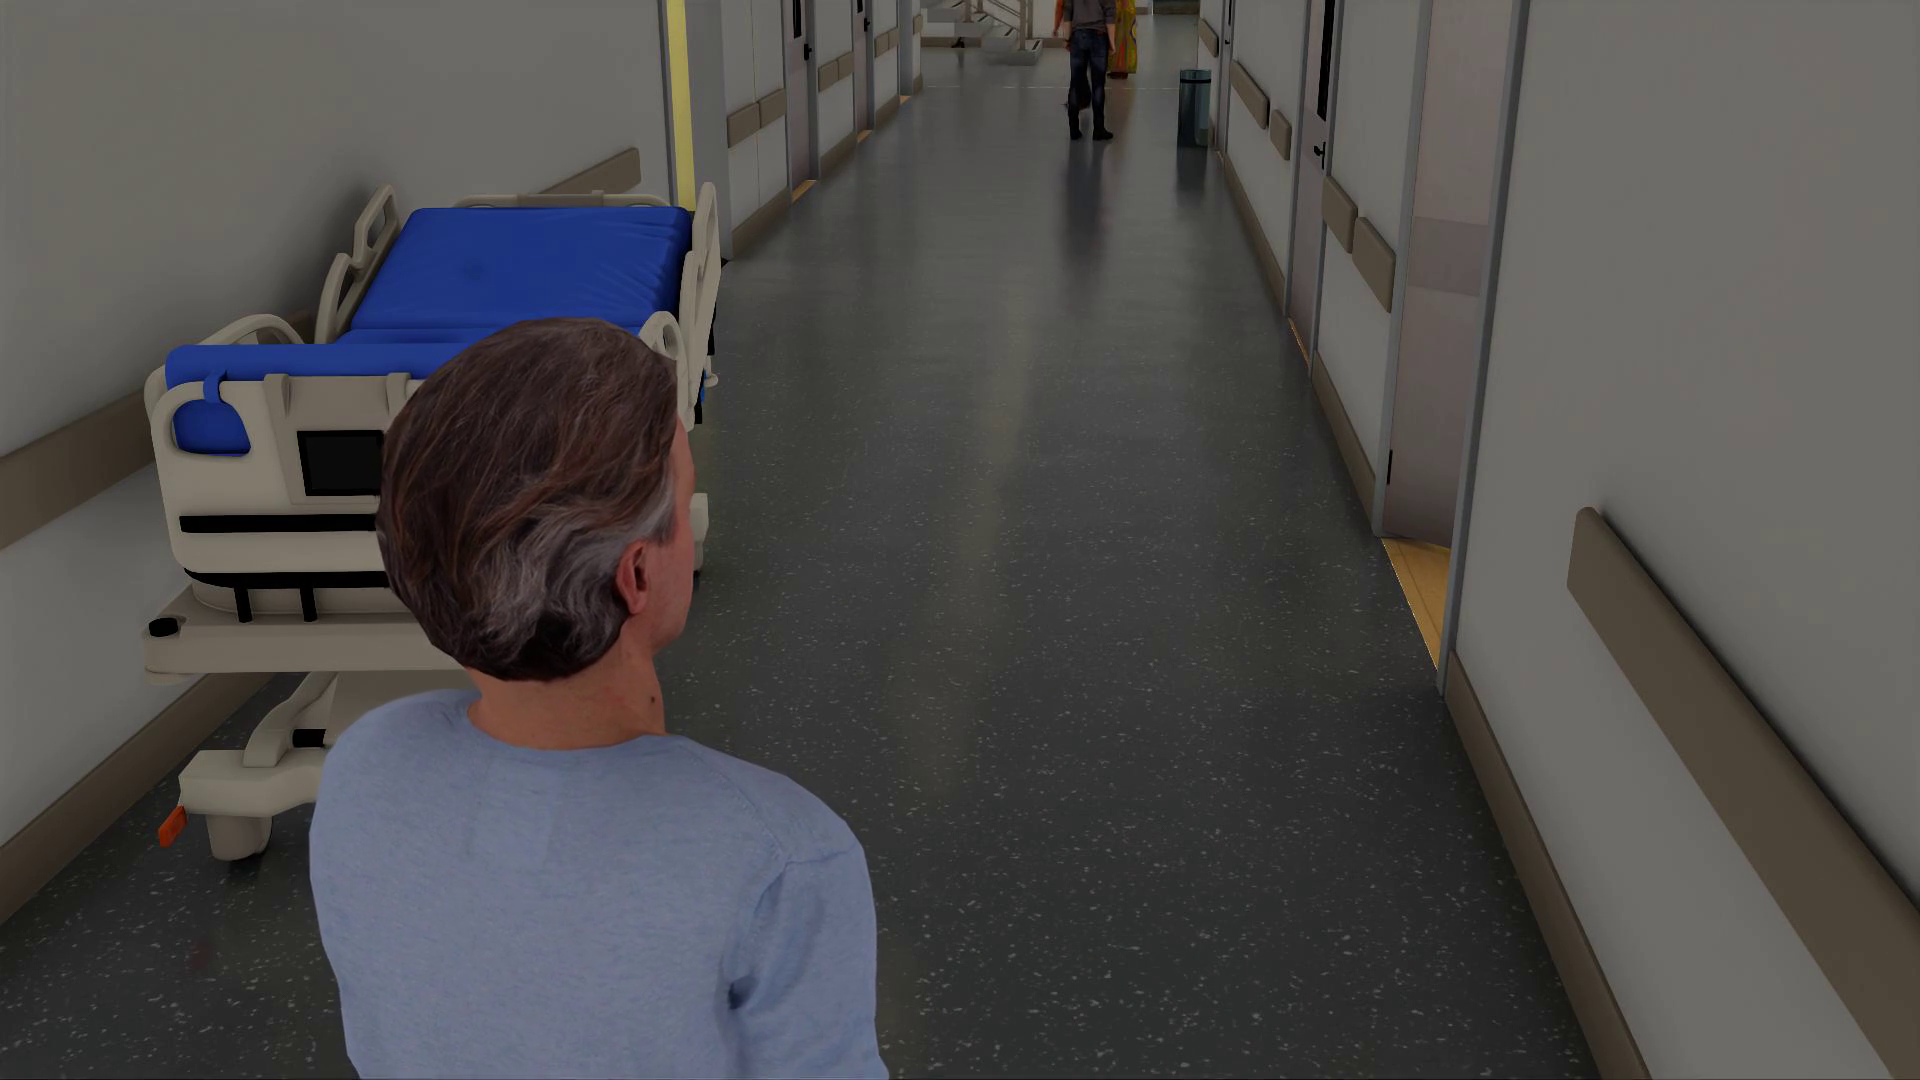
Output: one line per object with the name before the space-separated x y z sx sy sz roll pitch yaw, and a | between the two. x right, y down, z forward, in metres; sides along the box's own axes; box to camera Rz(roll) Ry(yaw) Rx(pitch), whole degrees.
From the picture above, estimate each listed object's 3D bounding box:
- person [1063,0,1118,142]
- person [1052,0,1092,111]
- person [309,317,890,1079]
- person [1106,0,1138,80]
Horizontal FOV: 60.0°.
person | 1.269 -4.919 16.359 0.644 1.903 0.827 9 22 22
person | 1.353 -5.625 18.411 1.156 1.769 0.989 10 23 25
person | -0.270 0.736 1.442 0.636 1.894 0.784 9 23 22
person | 2.180 -7.119 22.510 0.879 1.660 0.932 -3 21 -9
